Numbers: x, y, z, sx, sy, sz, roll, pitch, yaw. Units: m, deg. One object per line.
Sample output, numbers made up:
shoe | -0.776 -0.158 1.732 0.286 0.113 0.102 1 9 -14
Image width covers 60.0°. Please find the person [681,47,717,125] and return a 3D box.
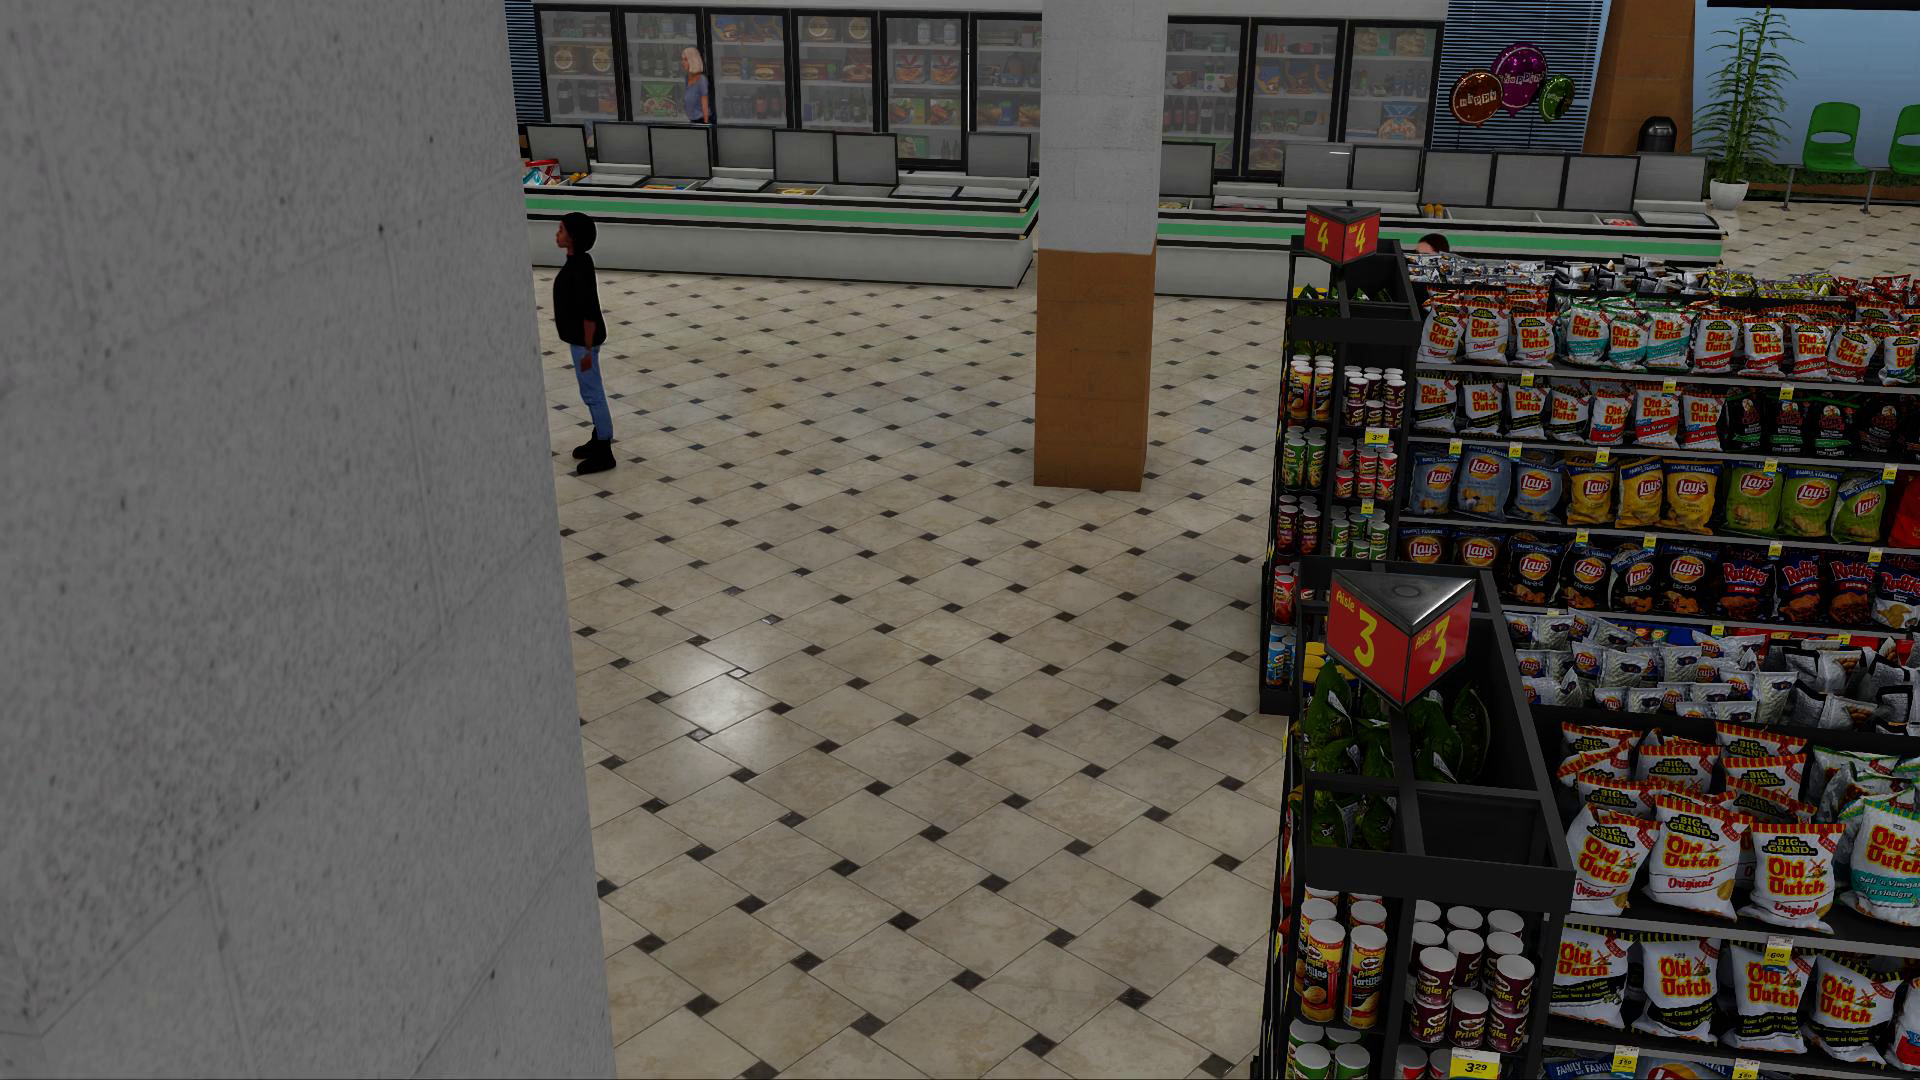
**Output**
person | -2.759 -4.548 18.284 0.949 1.701 0.895 -15 28 -30

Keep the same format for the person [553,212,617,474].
person | -2.438 -1.289 10.837 0.662 1.702 0.650 -6 24 -14
